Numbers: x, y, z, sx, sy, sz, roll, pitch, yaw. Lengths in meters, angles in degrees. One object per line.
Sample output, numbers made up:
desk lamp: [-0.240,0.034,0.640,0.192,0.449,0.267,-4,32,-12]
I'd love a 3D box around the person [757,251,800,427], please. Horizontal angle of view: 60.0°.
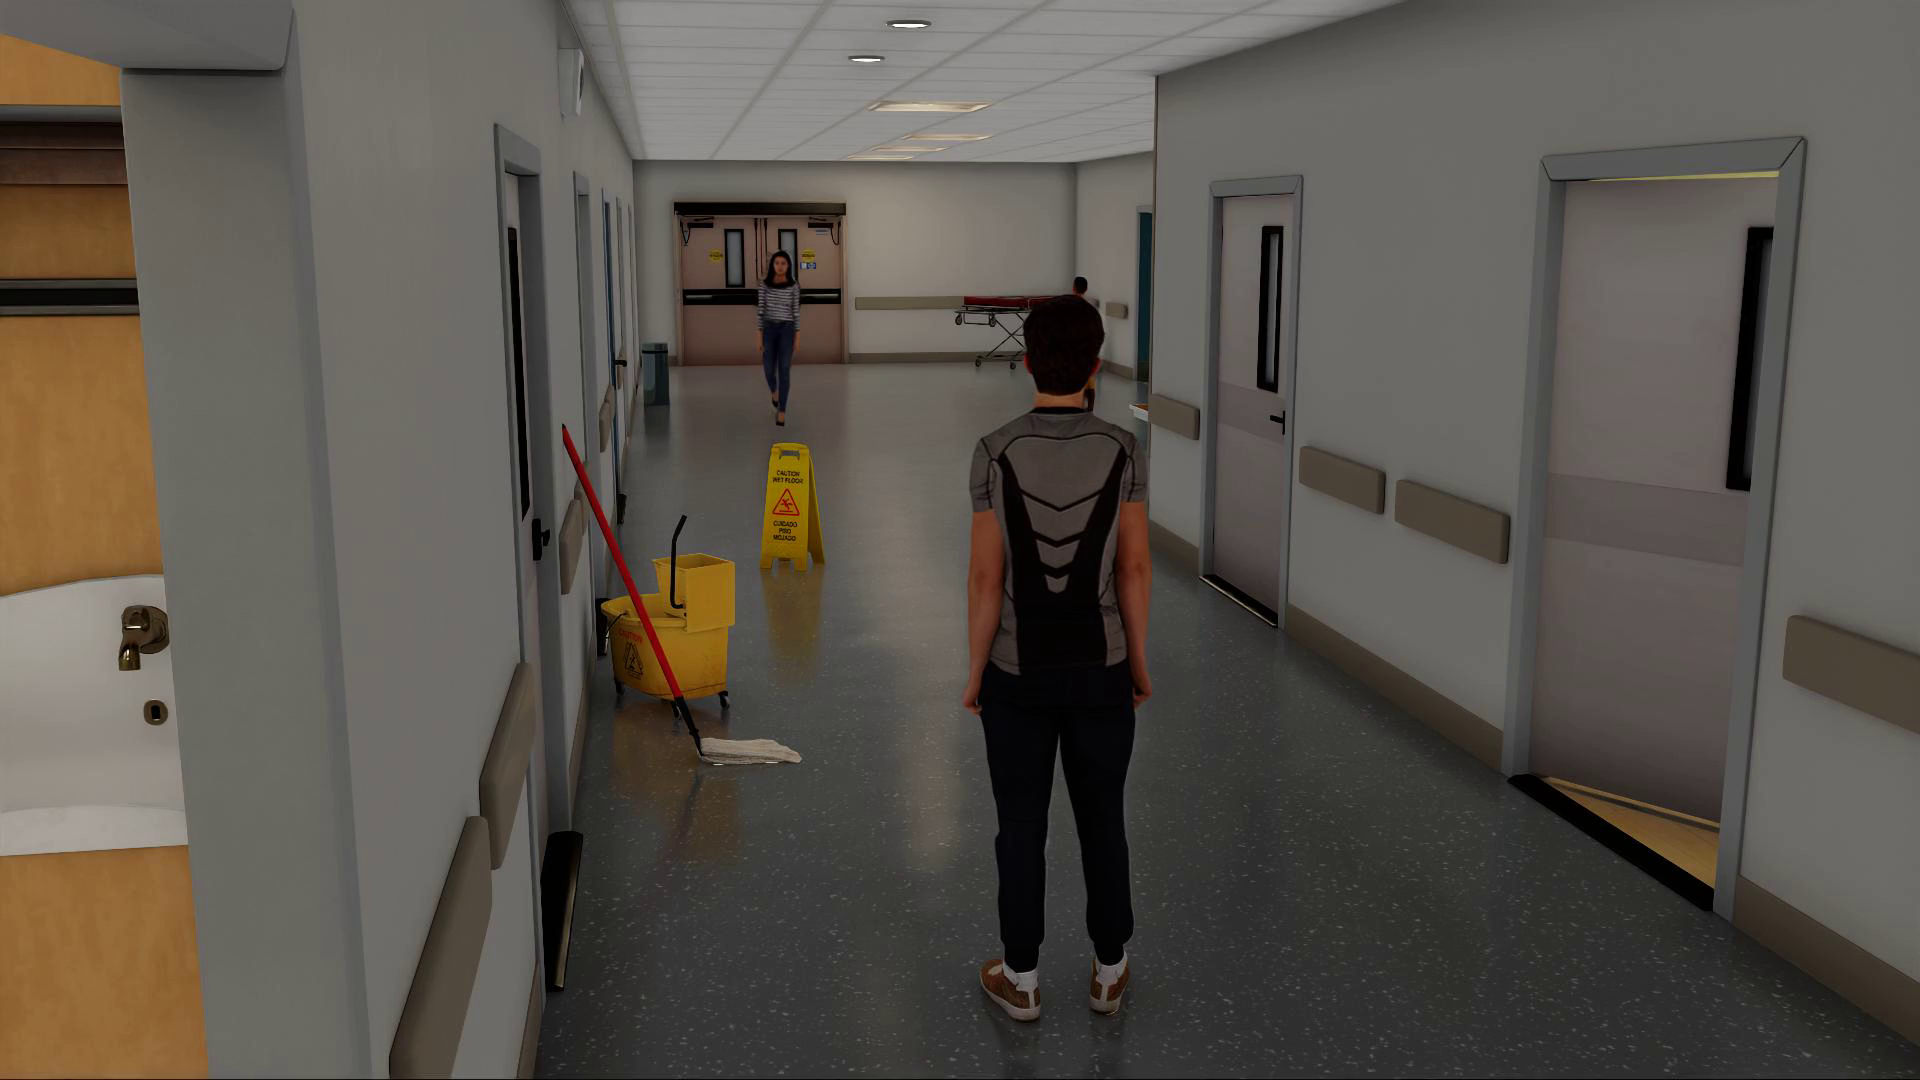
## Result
person: [-1.883,-2.066,17.175,0.638,1.768,1.083,-1,11,-7]

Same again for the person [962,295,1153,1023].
person: [0.255,0.314,4.340,0.661,1.894,0.542,-1,11,-7]

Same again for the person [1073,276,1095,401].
person: [1.426,-2.389,19.736,0.601,1.465,0.595,-5,12,-26]
